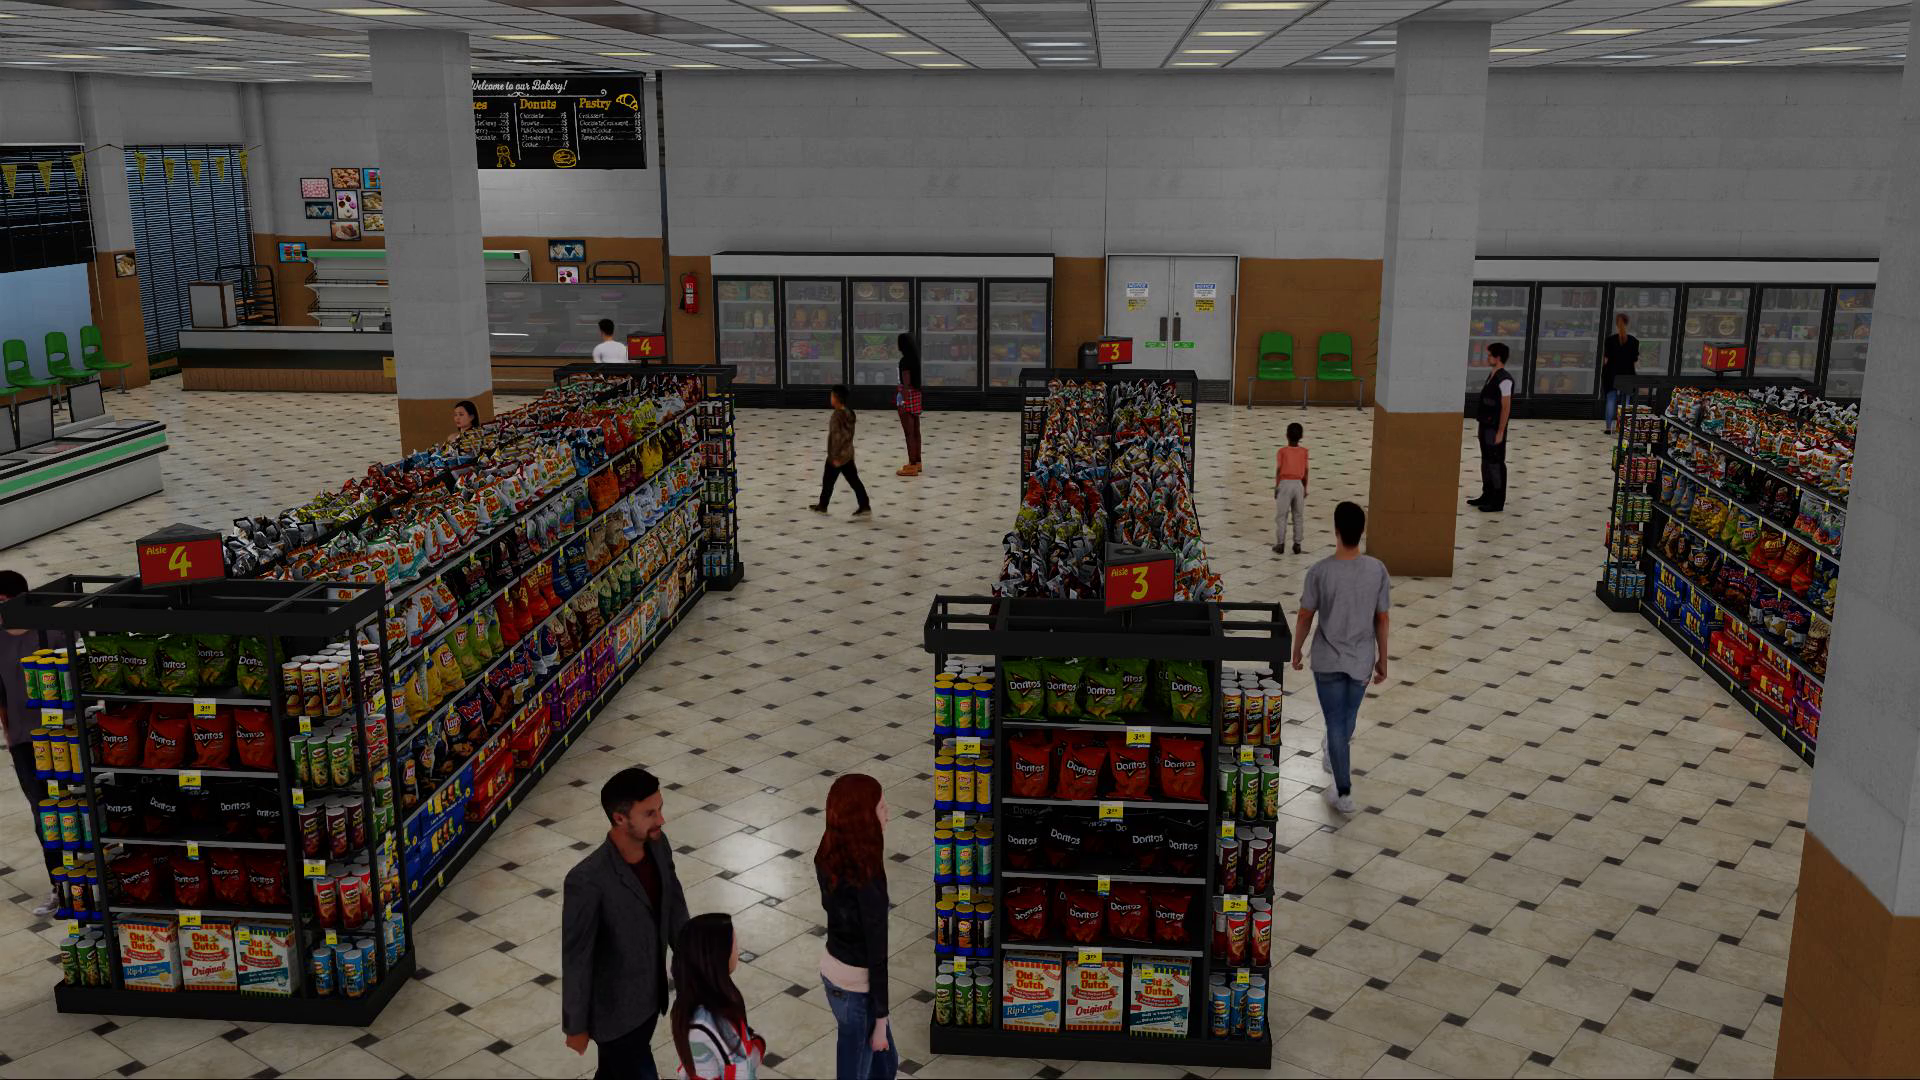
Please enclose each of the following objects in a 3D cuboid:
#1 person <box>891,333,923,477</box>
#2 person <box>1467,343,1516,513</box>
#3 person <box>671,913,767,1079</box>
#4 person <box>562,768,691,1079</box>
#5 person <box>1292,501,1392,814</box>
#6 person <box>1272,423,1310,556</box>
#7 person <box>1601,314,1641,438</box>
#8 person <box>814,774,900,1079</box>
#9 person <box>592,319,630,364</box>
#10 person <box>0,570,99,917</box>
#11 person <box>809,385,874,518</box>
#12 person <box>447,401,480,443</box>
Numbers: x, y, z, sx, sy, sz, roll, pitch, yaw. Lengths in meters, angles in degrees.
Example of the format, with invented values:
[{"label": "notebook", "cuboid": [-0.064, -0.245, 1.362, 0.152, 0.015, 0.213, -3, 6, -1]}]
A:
[{"label": "person", "cuboid": [-0.614, -1.654, 20.204, 0.719, 1.725, 0.593, 4, 14, 16]}, {"label": "person", "cuboid": [5.880, -1.245, 18.256, 0.734, 1.849, 0.542, 0, 14, -2]}, {"label": "person", "cuboid": [-0.817, 1.991, 5.438, 0.892, 1.600, 0.853, -7, 15, -27]}, {"label": "person", "cuboid": [-1.304, 1.713, 6.123, 0.937, 1.819, 1.146, 4, 14, 17]}, {"label": "person", "cuboid": [2.342, 0.746, 10.066, 0.805, 1.839, 1.186, -1, 14, -3]}, {"label": "person", "cuboid": [3.254, -0.508, 16.362, 0.497, 1.309, 0.492, -1, 14, -4]}, {"label": "person", "cuboid": [9.022, -2.249, 22.747, 0.701, 1.684, 0.680, 6, 15, 24]}, {"label": "person", "cuboid": [-0.478, 1.731, 6.165, 0.979, 1.764, 1.137, -5, 15, -21]}, {"label": "person", "cuboid": [-4.268, -1.797, 20.598, 1.060, 1.817, 1.125, -10, 17, -35]}, {"label": "person", "cuboid": [-4.862, 1.029, 8.971, 0.900, 1.806, 1.189, -2, 14, -9]}, {"label": "person", "cuboid": [-1.206, -0.912, 17.785, 0.938, 1.423, 1.022, 8, 16, 30]}, {"label": "person", "cuboid": [-4.341, -0.357, 14.750, 0.701, 1.774, 0.710, 3, 14, 13]}]
